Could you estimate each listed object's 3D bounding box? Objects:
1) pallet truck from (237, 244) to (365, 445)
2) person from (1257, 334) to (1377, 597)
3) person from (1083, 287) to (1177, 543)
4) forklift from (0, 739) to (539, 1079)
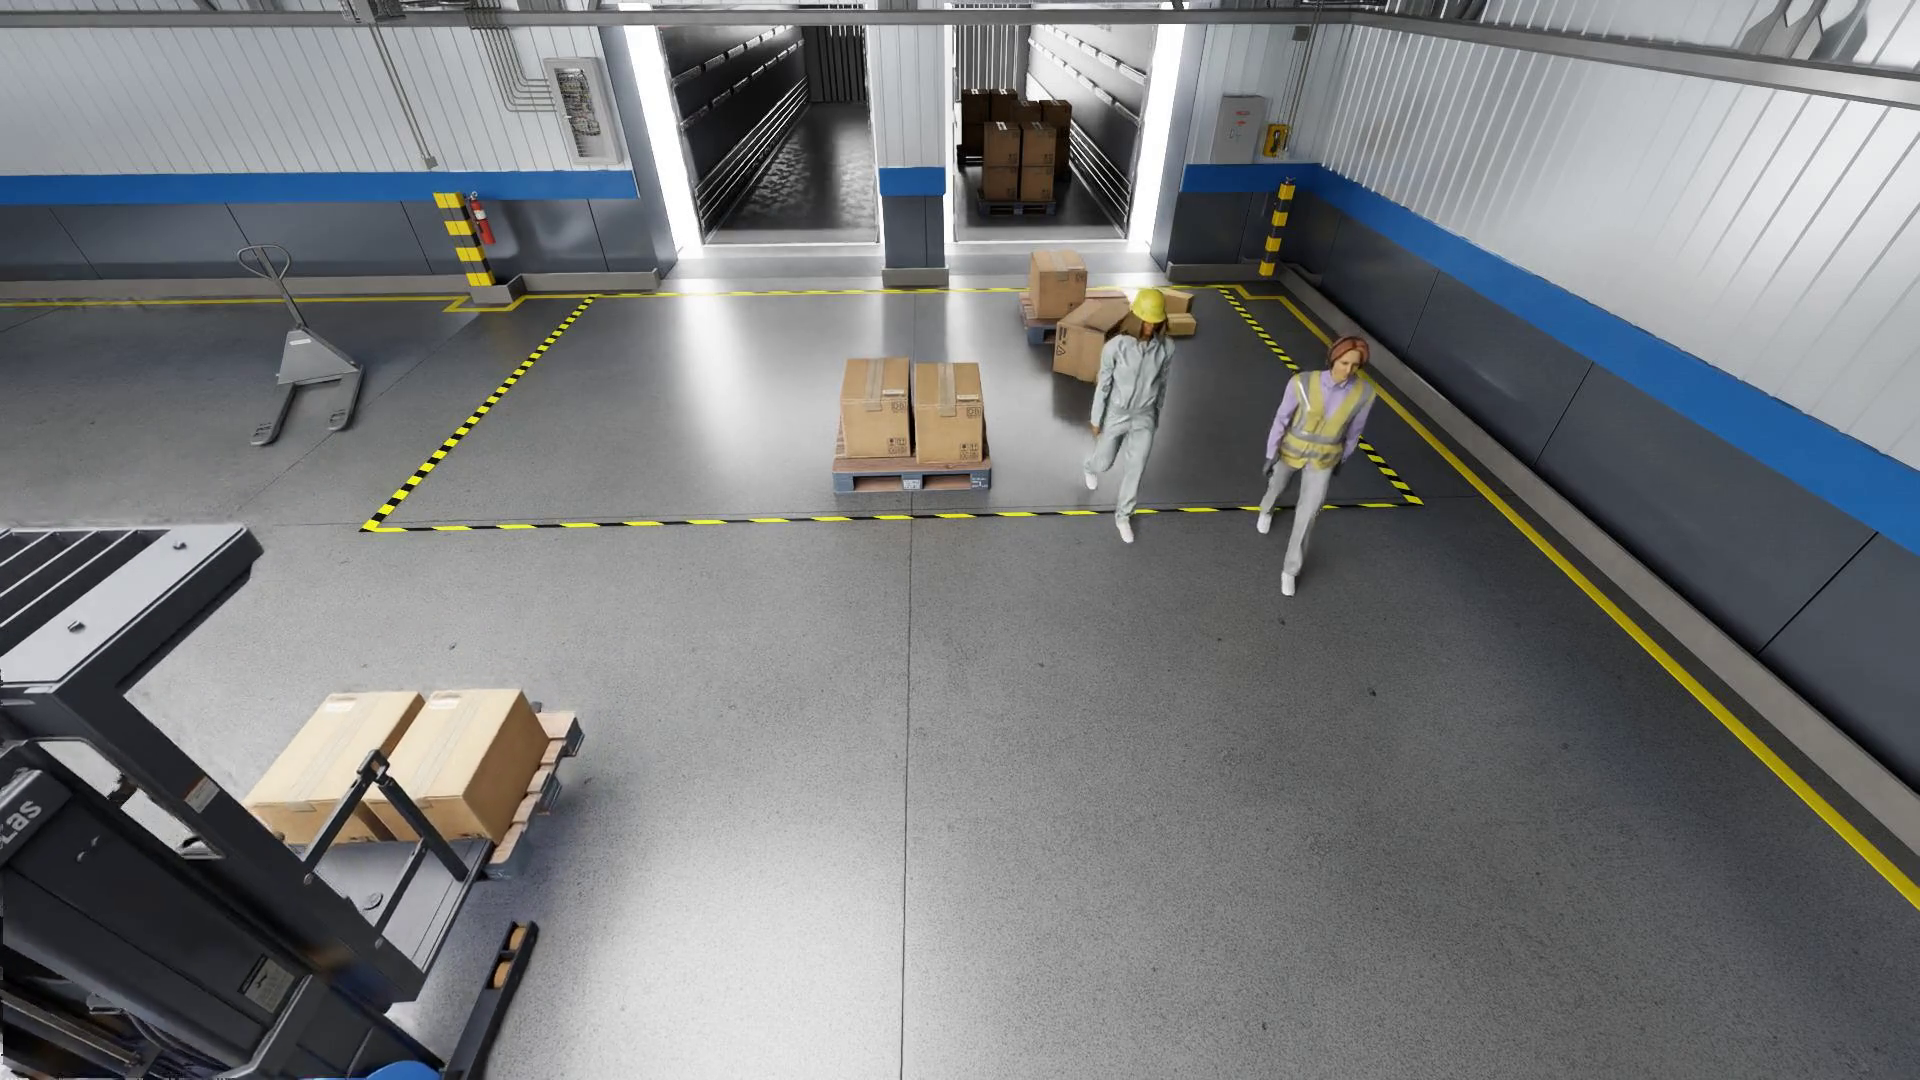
[{"bbox_3d":[-5.915,-1.733,6.366,0.680,1.201,1.601,-18,42,-21],"label":"pallet truck"},{"bbox_3d":[2.149,-0.515,4.543,0.512,1.588,0.876,13,40,16],"label":"person"},{"bbox_3d":[1.096,-0.862,4.881,0.491,1.716,0.758,-5,39,-6],"label":"person"},{"bbox_3d":[-2.113,1.399,1.772,0.716,2.013,0.776,-1,38,-1],"label":"forklift"}]
